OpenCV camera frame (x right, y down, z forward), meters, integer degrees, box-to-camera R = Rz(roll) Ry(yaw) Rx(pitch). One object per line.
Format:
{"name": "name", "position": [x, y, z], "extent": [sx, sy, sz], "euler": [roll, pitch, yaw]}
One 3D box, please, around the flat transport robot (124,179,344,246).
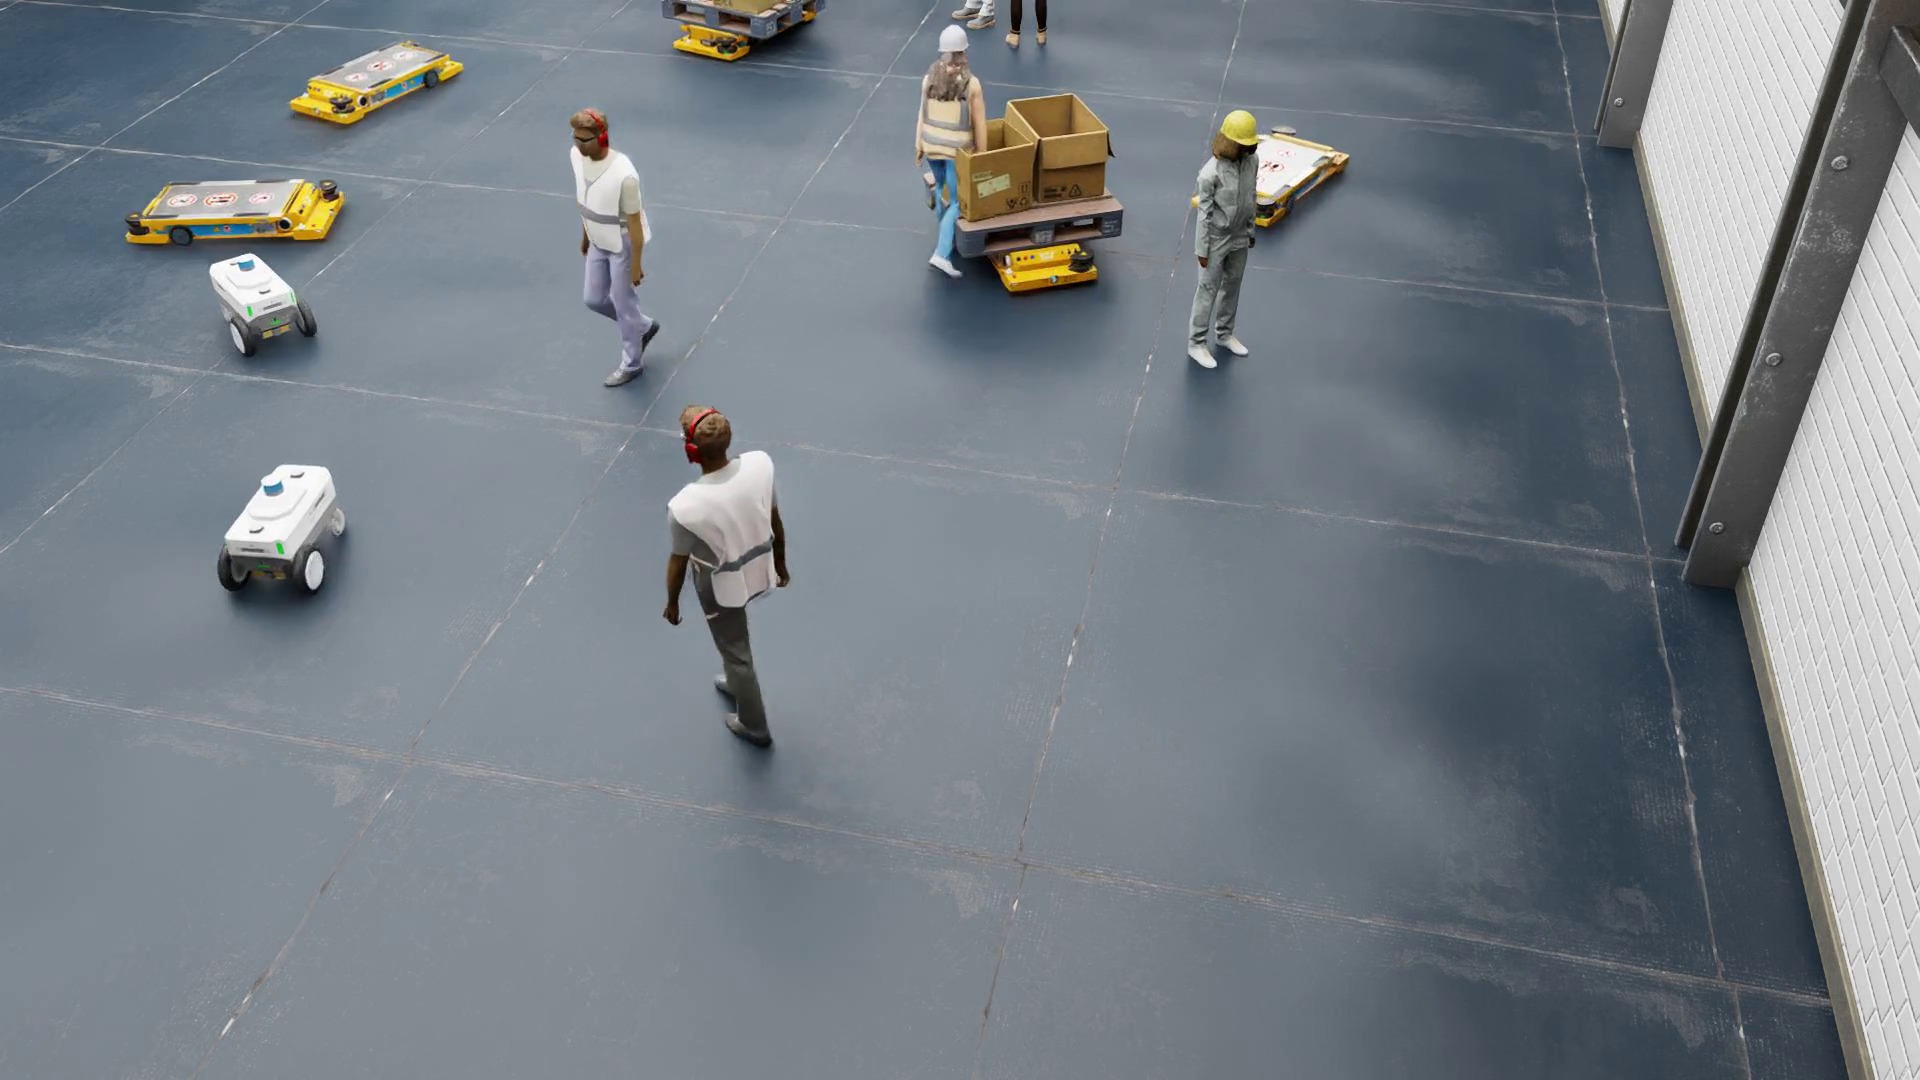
{"name": "flat transport robot", "position": [-5.453, -2.468, 12.522], "extent": [1.431, 0.231, 0.659], "euler": [-2, 37, -3]}

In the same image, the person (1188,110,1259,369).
{"name": "person", "position": [1.694, -1.904, 10.546], "extent": [0.488, 1.730, 0.321], "euler": [-26, 44, -31]}

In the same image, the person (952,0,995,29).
{"name": "person", "position": [0.161, -5.784, 15.612], "extent": [0.356, 1.882, 0.573], "euler": [-17, 40, -21]}

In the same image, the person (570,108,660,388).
{"name": "person", "position": [-2.156, -1.829, 10.362], "extent": [0.591, 1.829, 0.447], "euler": [30, 46, 34]}

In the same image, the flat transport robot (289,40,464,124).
{"name": "flat transport robot", "position": [-5.118, -4.036, 14.619], "extent": [0.659, 0.231, 1.431], "euler": [19, 41, 23]}

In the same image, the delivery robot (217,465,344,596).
{"name": "delivery robot", "position": [-3.695, -0.071, 9.083], "extent": [0.499, 0.604, 0.808], "euler": [4, 37, 5]}

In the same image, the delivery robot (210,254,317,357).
{"name": "delivery robot", "position": [-4.710, -1.606, 11.144], "extent": [0.499, 0.612, 0.814], "euler": [-27, 44, -31]}

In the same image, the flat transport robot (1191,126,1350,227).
{"name": "flat transport robot", "position": [2.454, -2.858, 13.044], "extent": [0.659, 0.231, 1.431], "euler": [23, 43, 28]}

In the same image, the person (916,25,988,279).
{"name": "person", "position": [-0.102, -2.692, 11.633], "extent": [0.518, 1.684, 0.714], "euler": [16, 40, 20]}

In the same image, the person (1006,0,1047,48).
{"name": "person", "position": [0.615, -5.365, 15.202], "extent": [0.539, 1.697, 0.317], "euler": [-7, 37, -9]}

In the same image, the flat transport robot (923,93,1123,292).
{"name": "flat transport robot", "position": [0.460, -2.265, 12.249], "extent": [0.659, 0.231, 1.431], "euler": [-10, 38, -14]}

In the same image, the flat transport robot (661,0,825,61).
{"name": "flat transport robot", "position": [-2.025, -4.899, 15.774], "extent": [0.659, 0.231, 1.431], "euler": [19, 41, 24]}

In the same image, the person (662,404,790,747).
{"name": "person", "position": [-1.138, 0.152, 7.712], "extent": [0.675, 1.822, 0.602], "euler": [28, 45, 32]}
